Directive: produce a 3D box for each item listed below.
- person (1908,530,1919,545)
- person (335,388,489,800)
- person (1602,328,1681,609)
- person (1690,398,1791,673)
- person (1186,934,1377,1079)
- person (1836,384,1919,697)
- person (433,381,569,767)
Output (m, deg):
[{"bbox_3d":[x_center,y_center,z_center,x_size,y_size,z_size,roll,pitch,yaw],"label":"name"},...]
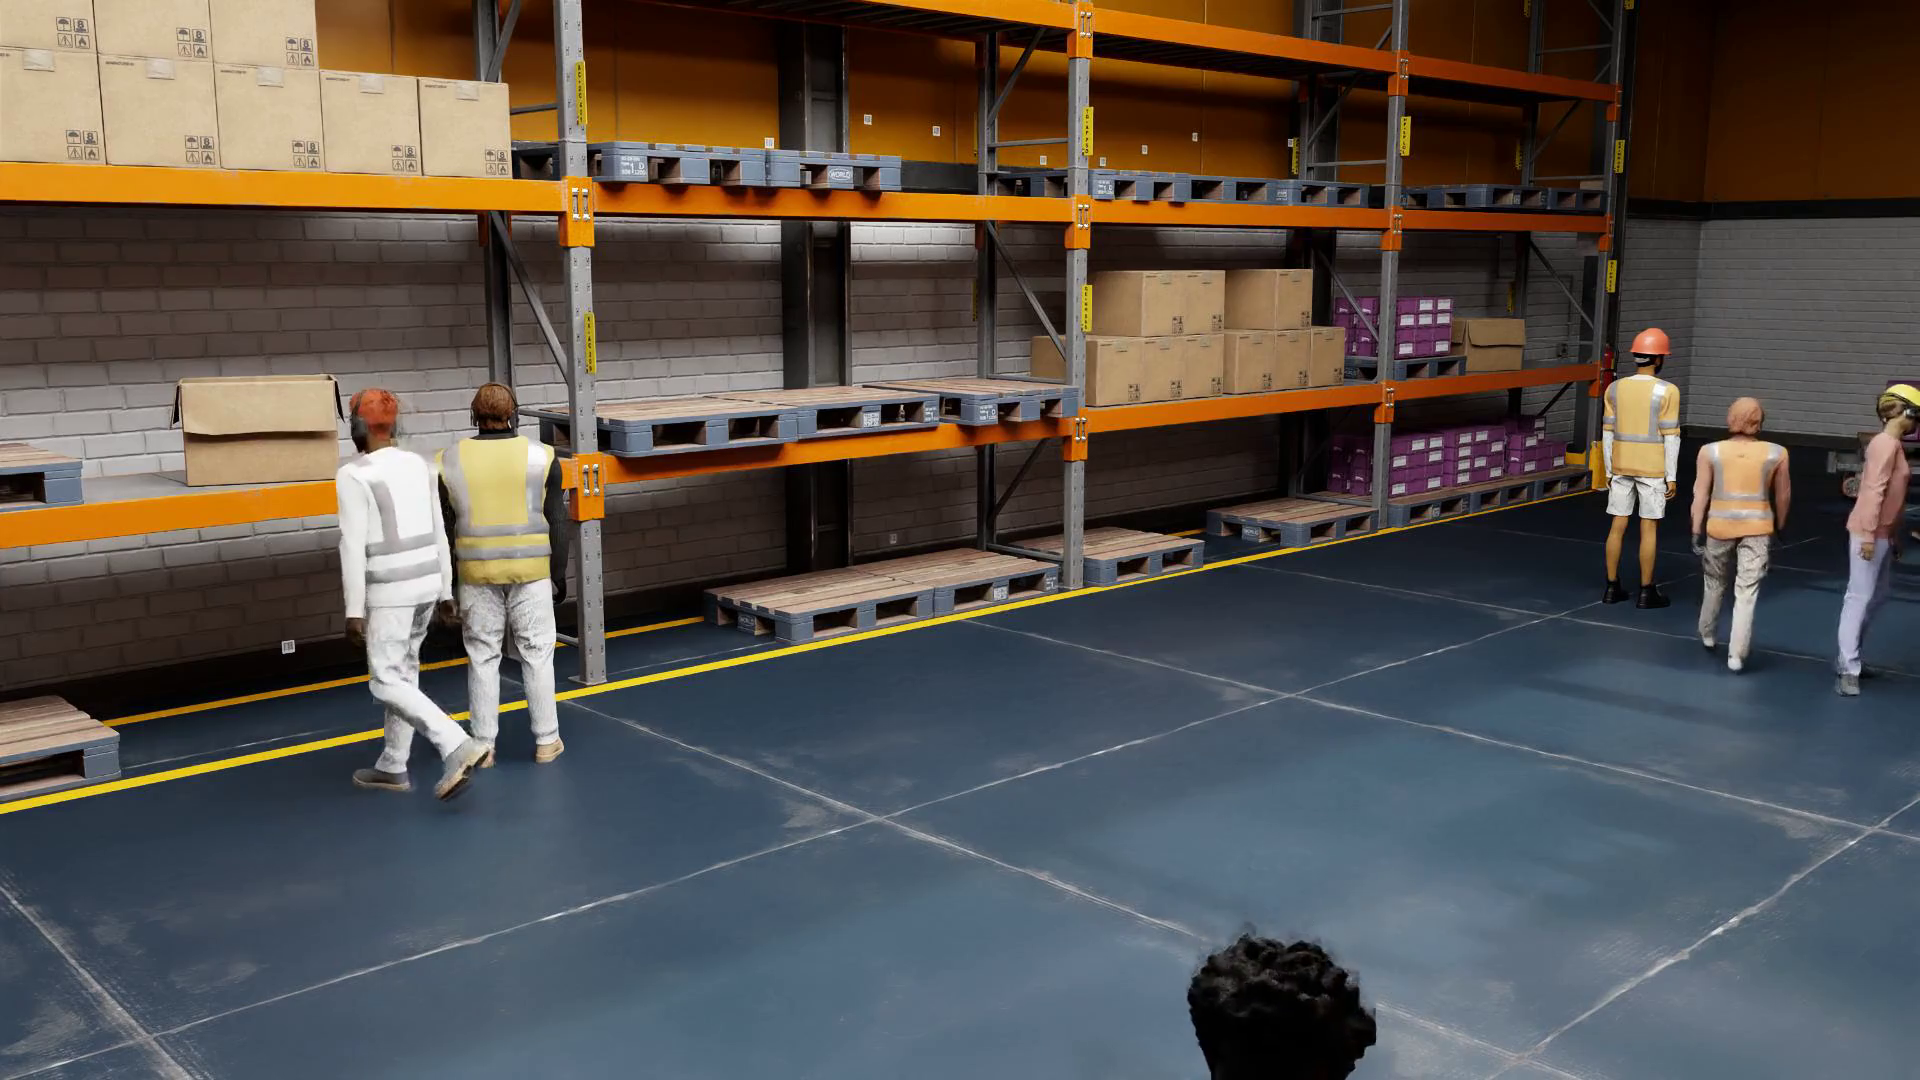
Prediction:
[{"bbox_3d":[8.342,-0.824,13.597,0.989,1.890,0.644,-2,10,-10],"label":"person"},{"bbox_3d":[-2.439,0.251,7.404,0.726,1.859,0.604,4,11,23],"label":"person"},{"bbox_3d":[4.720,-0.492,11.520,0.361,1.938,0.545,-8,13,-39],"label":"person"},{"bbox_3d":[4.642,-0.047,9.913,0.527,1.597,0.825,5,11,26],"label":"person"},{"bbox_3d":[0.371,1.252,2.119,0.531,1.666,0.820,4,10,21],"label":"person"},{"bbox_3d":[5.130,0.000,9.291,0.328,1.718,0.661,6,12,33],"label":"person"},{"bbox_3d":[-2.178,0.168,7.939,0.622,1.845,0.429,-2,10,-13],"label":"person"}]
